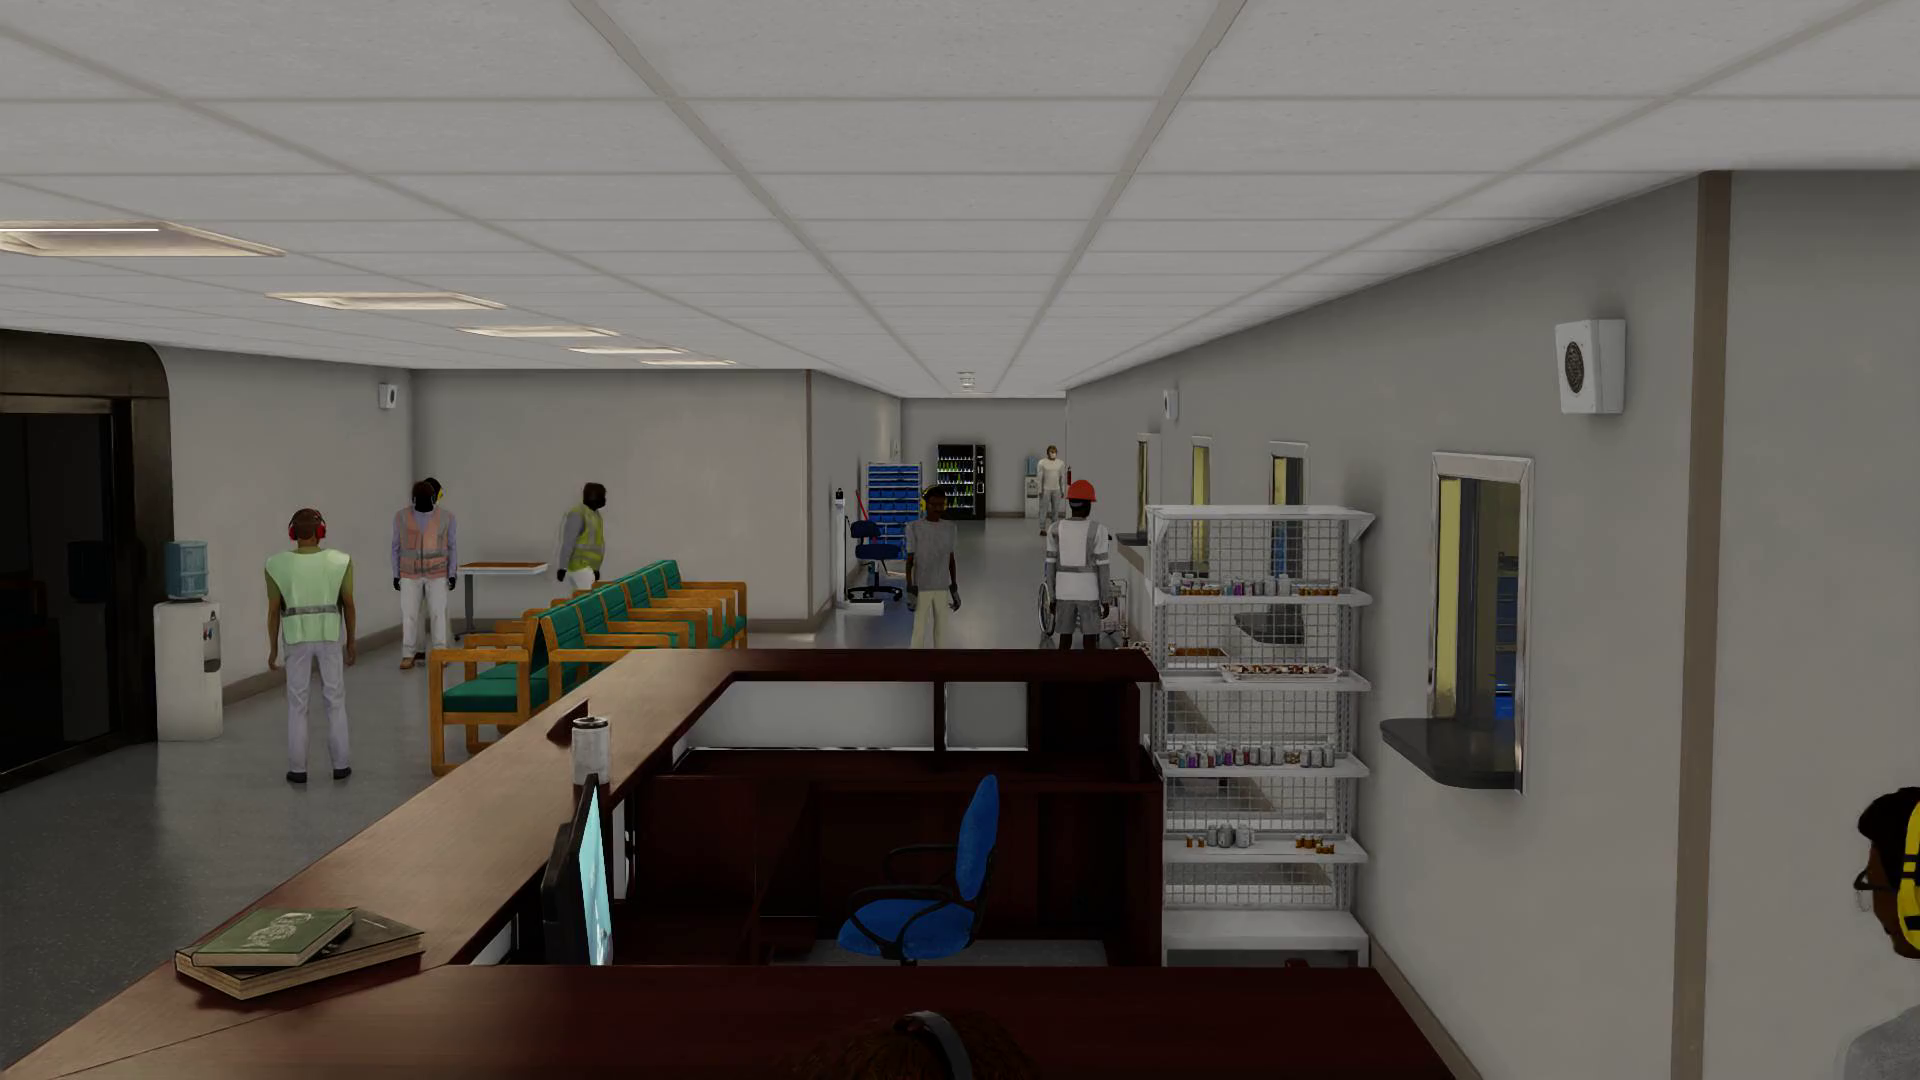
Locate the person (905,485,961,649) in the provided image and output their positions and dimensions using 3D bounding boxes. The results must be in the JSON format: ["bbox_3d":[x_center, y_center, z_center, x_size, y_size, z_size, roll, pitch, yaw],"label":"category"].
[{"bbox_3d":[-0.237,0.450,14.603,0.515,1.865,0.329,-2,5,-25],"label":"person"}]

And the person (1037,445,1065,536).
[{"bbox_3d":[1.922,-1.043,35.124,0.624,1.930,0.380,-2,4,-22],"label":"person"}]

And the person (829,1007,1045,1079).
[{"bbox_3d":[-0.114,1.395,1.789,0.907,1.811,0.634,-3,5,-32],"label":"person"}]

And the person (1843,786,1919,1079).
[{"bbox_3d":[1.560,1.307,2.648,0.526,1.854,0.438,-1,4,-18],"label":"person"}]

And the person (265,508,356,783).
[{"bbox_3d":[-4.341,0.709,11.143,0.563,1.838,0.388,-2,5,-25],"label":"person"}]

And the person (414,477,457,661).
[{"bbox_3d":[-5.358,0.298,16.827,0.519,1.855,0.334,-2,4,-25],"label":"person"}]

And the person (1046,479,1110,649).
[{"bbox_3d":[1.006,0.459,13.980,0.551,1.933,0.373,2,4,24],"label":"person"}]

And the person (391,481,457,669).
[{"bbox_3d":[-5.241,0.342,16.267,0.619,1.845,0.430,-1,4,-13],"label":"person"}]
